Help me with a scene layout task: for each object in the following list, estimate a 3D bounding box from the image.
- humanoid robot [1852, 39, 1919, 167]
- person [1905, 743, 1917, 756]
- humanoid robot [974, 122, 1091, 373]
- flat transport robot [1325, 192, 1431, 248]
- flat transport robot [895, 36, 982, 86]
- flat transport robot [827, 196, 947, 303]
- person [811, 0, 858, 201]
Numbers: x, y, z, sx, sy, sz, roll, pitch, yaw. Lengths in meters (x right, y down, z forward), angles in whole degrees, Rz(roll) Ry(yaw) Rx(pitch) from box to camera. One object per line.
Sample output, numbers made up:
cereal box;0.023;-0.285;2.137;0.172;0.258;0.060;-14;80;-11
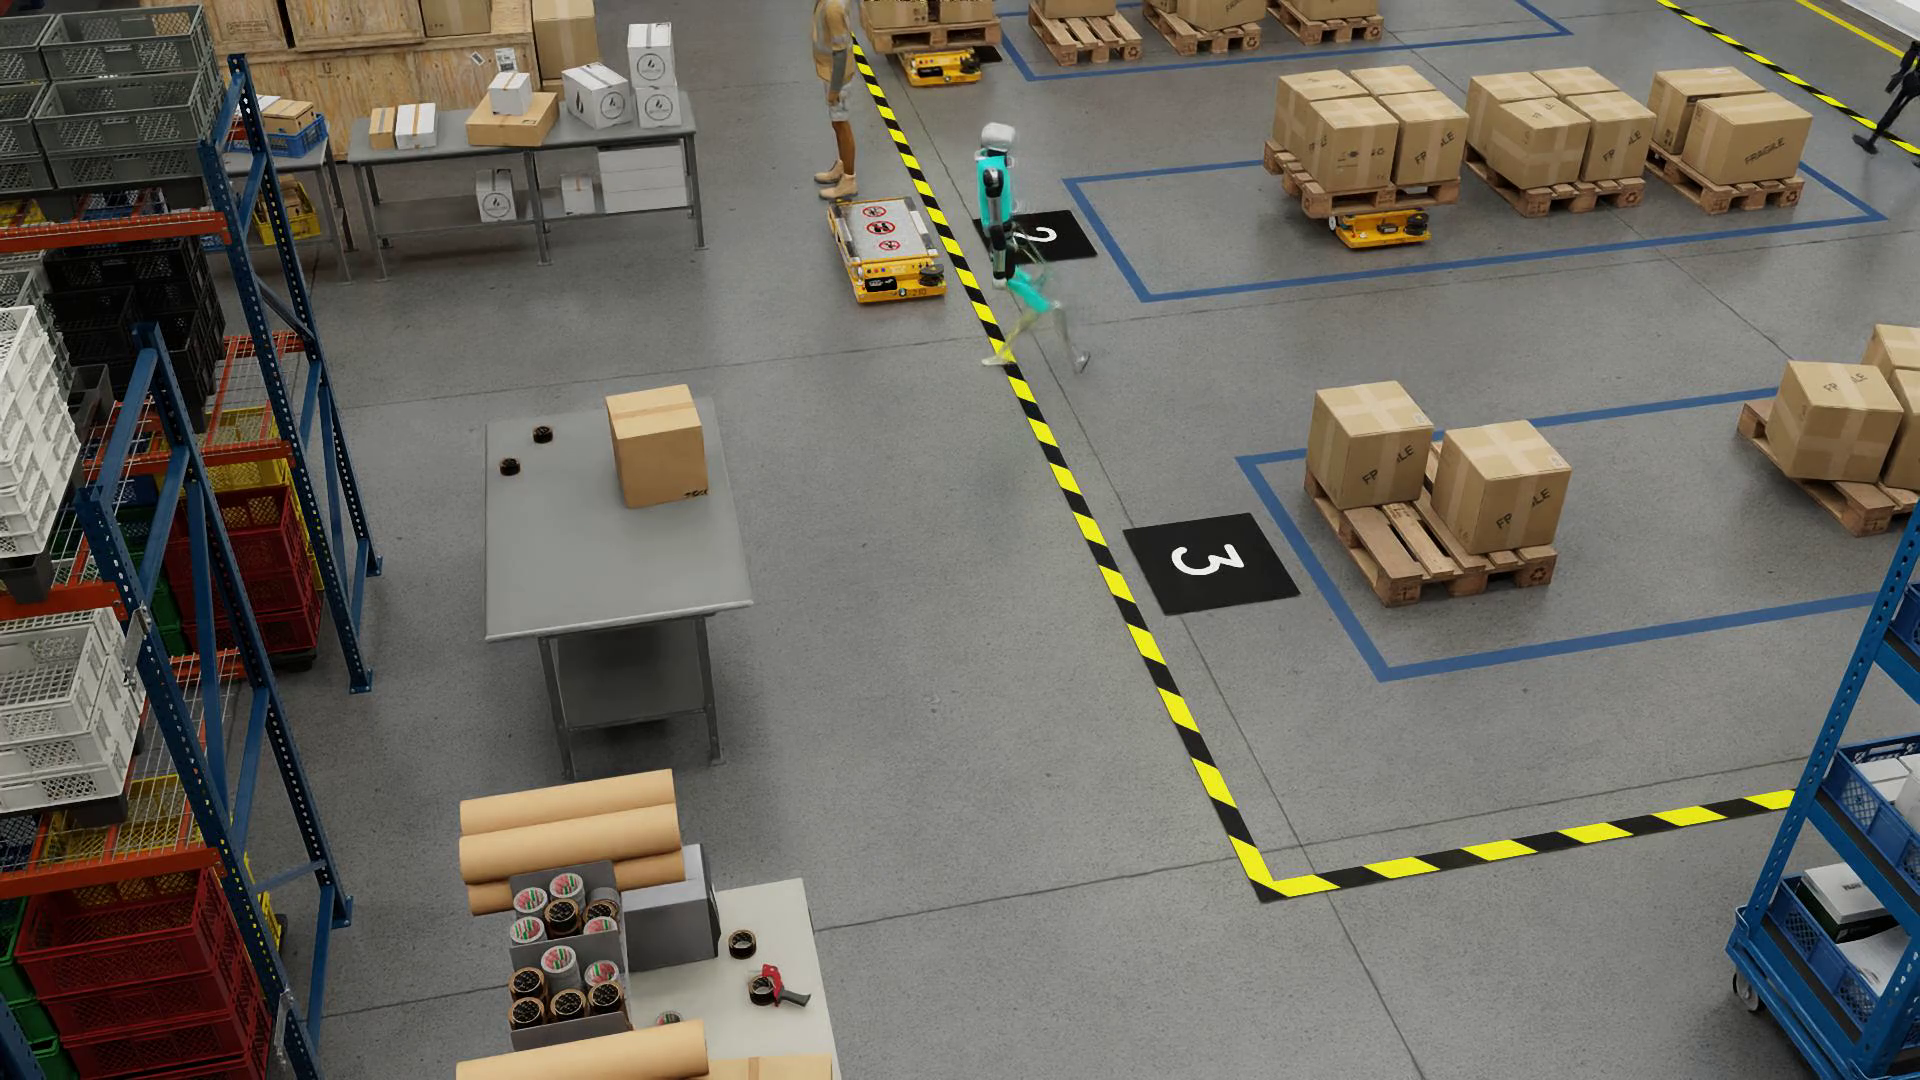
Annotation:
humanoid robot;7.928;-3.873;13.618;0.585;1.621;0.791;-14;39;-18
person;4.427;0.747;7.224;0.370;1.852;0.589;-6;37;-8
humanoid robot;0.530;-1.847;10.849;0.887;1.814;0.562;-1;37;-1
flat transport robot;3.134;-2.740;13.213;0.652;0.197;1.431;-8;37;-10
flat transport robot;-0.274;-4.696;15.841;0.652;0.197;1.431;-8;37;-10
flat transport robot;-0.570;-2.220;12.538;0.659;0.231;1.431;-8;37;-10
person;-1.009;-3.659;12.986;0.391;2.044;0.607;-4;37;-5
